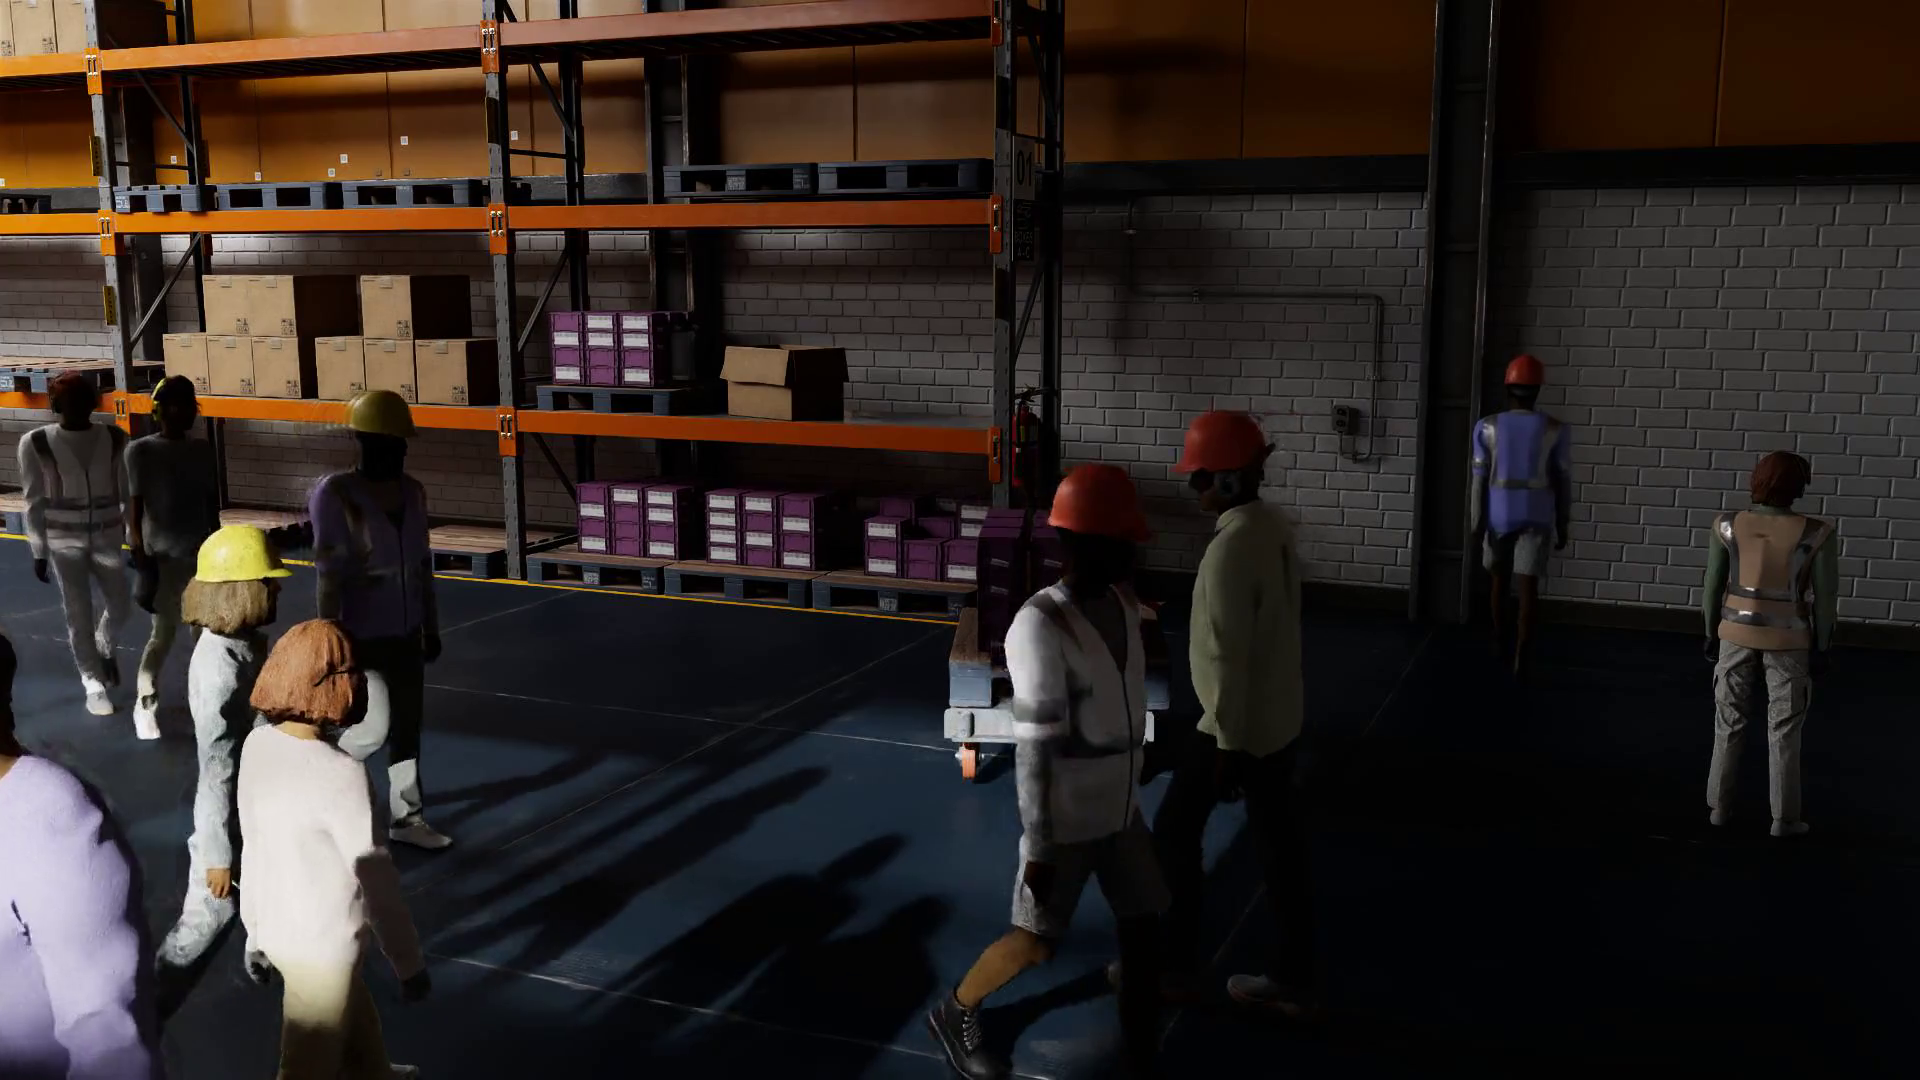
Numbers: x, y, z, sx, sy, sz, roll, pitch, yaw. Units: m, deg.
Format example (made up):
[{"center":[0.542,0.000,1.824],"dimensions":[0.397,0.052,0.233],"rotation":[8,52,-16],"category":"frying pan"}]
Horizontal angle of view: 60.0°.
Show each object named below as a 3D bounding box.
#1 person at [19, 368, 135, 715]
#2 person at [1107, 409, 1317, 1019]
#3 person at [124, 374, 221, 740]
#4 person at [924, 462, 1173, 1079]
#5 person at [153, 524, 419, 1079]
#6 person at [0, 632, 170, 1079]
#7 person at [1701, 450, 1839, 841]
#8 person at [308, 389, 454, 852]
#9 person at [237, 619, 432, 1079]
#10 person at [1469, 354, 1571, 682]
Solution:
[{"center":[-4.744,0.003,8.993],"dimensions":[0.581,1.870,0.514],"rotation":[-9,13,-43],"category":"person"},{"center":[0.812,0.559,5.361],"dimensions":[0.831,1.955,0.666],"rotation":[6,11,30],"category":"person"},{"center":[-3.961,0.099,8.470],"dimensions":[0.439,1.883,0.565],"rotation":[6,11,30],"category":"person"},{"center":[0.287,0.717,4.611],"dimensions":[0.940,1.904,0.556],"rotation":[8,12,40],"category":"person"},{"center":[-2.081,0.795,4.729],"dimensions":[0.874,1.706,0.495],"rotation":[-4,10,-22],"category":"person"},{"center":[-1.466,1.008,2.833],"dimensions":[0.657,1.910,0.811],"rotation":[7,12,36],"category":"person"},{"center":[3.399,0.444,7.015],"dimensions":[0.522,1.639,0.309],"rotation":[8,12,39],"category":"person"},{"center":[-2.389,0.338,6.806],"dimensions":[0.543,1.911,0.615],"rotation":[4,10,24],"category":"person"},{"center":[-1.530,0.976,4.000],"dimensions":[0.504,1.597,0.830],"rotation":[9,13,43],"category":"person"},{"center":[3.286,-0.143,9.781],"dimensions":[0.558,1.897,0.958],"rotation":[4,10,22],"category":"person"}]
